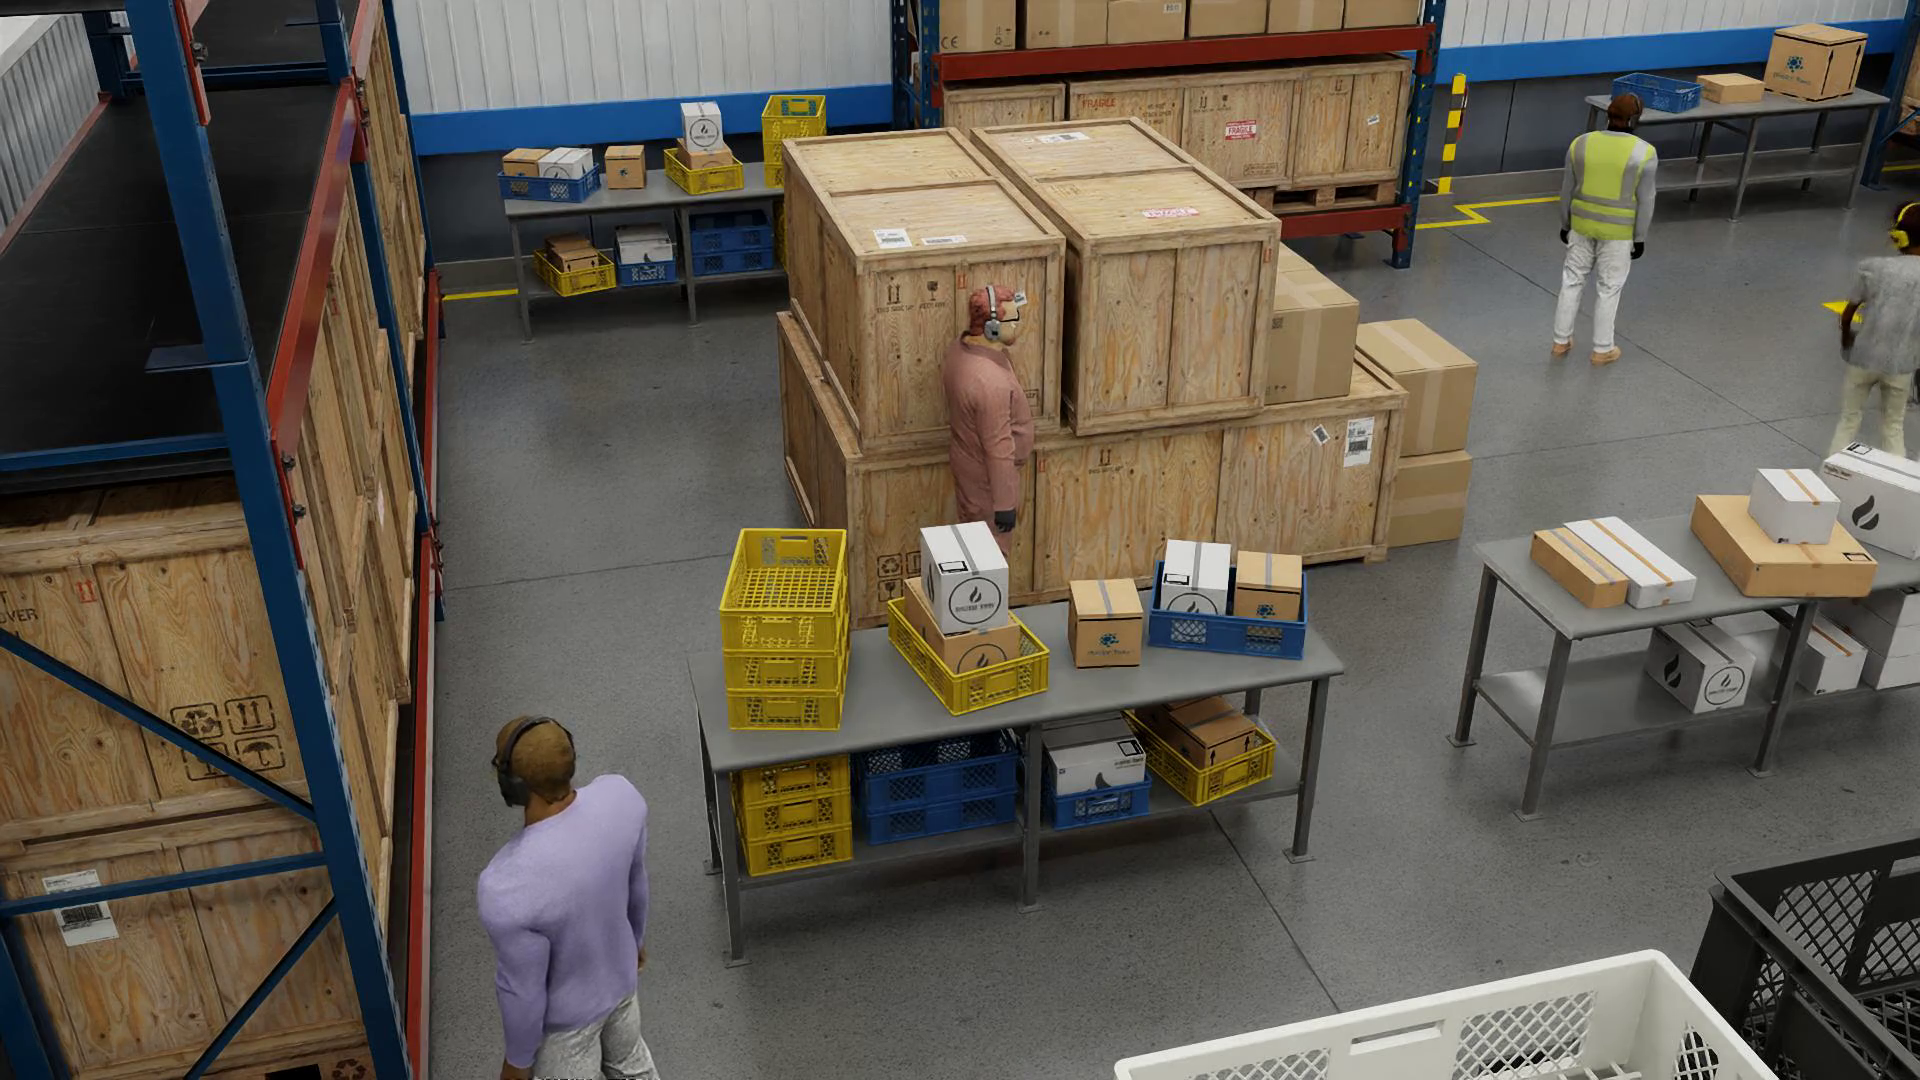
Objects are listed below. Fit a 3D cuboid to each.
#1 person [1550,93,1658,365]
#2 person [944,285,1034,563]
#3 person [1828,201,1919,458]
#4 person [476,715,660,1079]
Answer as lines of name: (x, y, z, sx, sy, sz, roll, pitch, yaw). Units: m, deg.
person: (4.372, -2.104, 11.298, 0.619, 1.838, 0.430, 23, 36, 35)
person: (0.152, -0.309, 7.966, 0.409, 1.907, 0.650, -8, 30, -14)
person: (5.150, -0.976, 9.245, 0.559, 1.848, 0.441, 13, 32, 23)
person: (-1.142, 1.345, 4.942, 0.410, 1.942, 0.640, 14, 32, 23)
